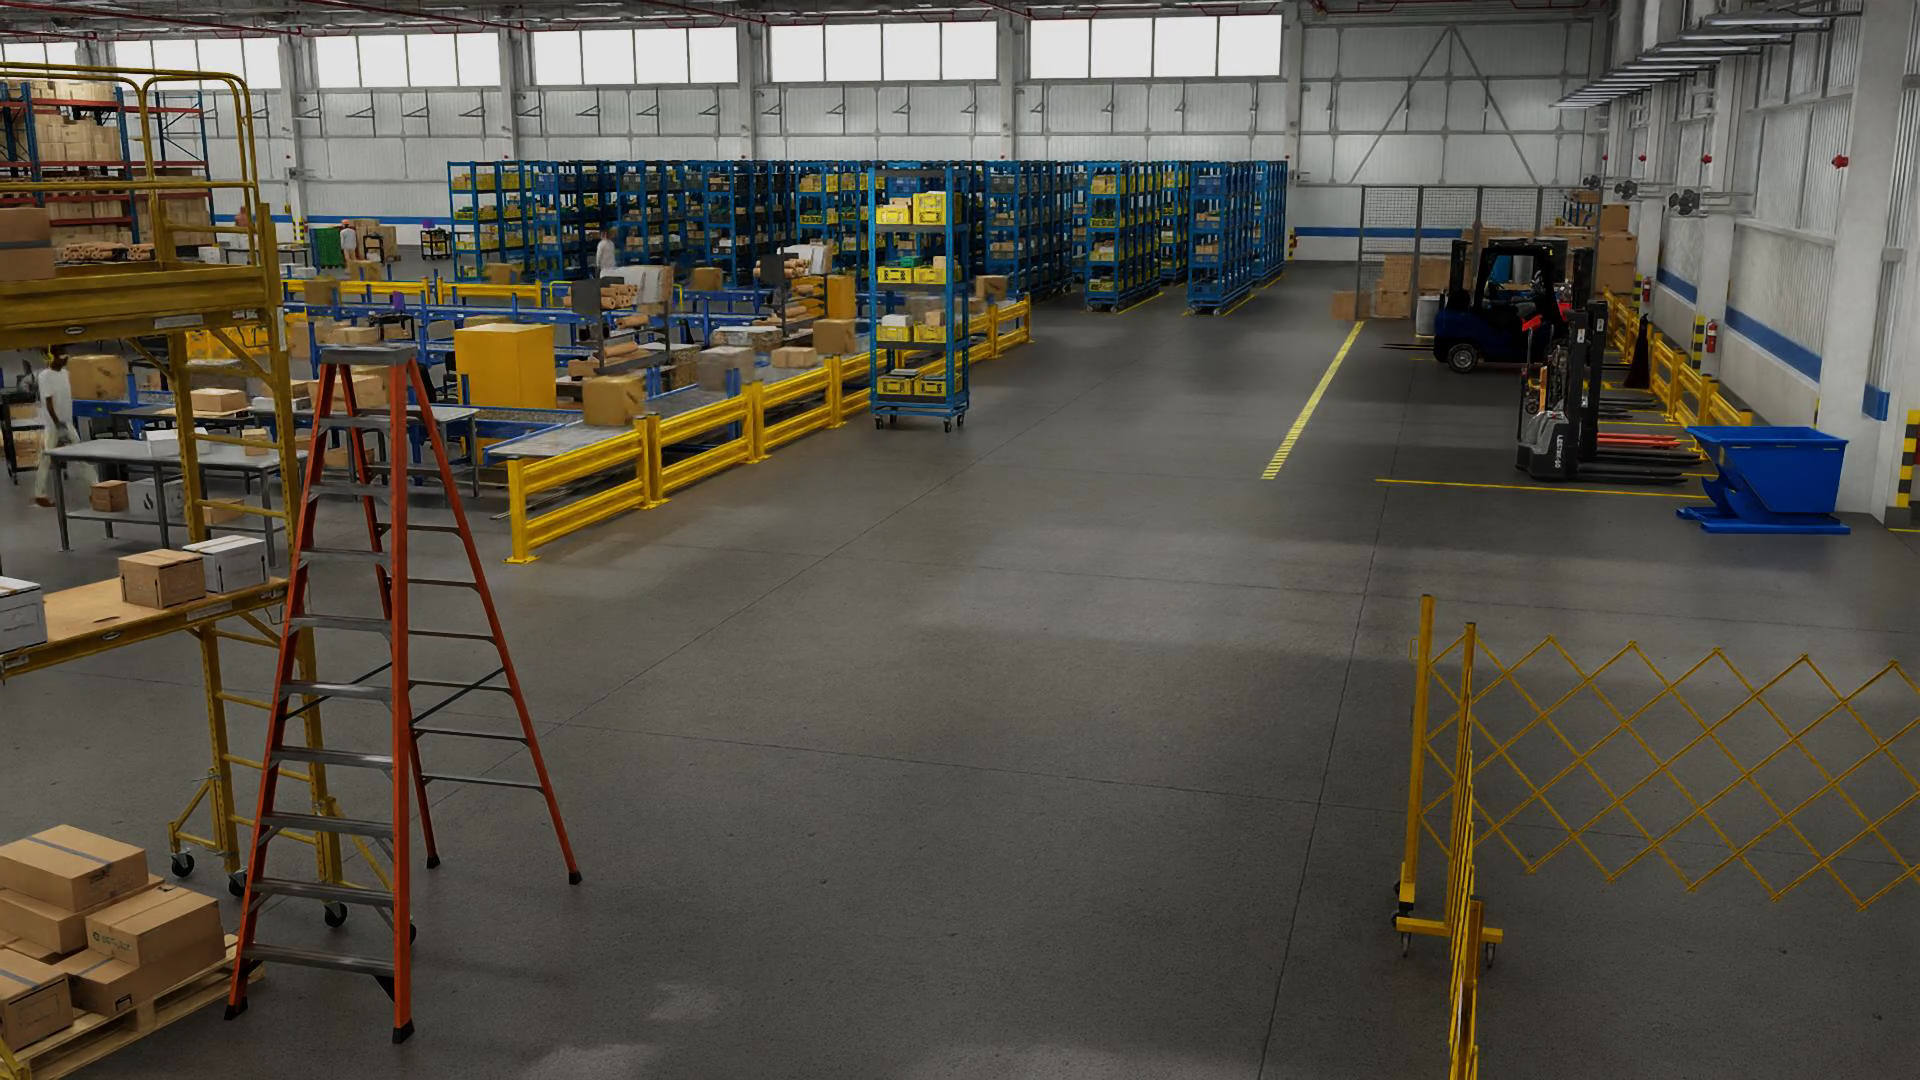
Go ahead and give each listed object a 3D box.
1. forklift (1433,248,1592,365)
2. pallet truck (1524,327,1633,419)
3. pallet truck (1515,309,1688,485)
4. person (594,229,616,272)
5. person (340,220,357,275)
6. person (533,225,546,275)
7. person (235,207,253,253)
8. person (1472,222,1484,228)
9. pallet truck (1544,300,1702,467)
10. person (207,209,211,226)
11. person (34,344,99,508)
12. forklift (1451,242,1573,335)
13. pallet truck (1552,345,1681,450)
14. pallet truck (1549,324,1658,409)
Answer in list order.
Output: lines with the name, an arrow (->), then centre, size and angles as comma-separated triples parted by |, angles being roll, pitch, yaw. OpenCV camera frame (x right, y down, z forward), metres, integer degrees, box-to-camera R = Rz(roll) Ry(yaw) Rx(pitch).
forklift -> 9.780, -4.111, 29.280 | 2.680, 1.987, 1.157 | 3, 13, 14
pallet truck -> 9.065, -2.460, 24.370 | 1.522, 1.261, 0.704 | 3, 13, 14
pallet truck -> 7.554, -1.677, 19.446 | 1.885, 1.965, 0.823 | 3, 13, 14
person -> -9.187, -7.146, 43.343 | 0.915, 1.878, 0.637 | 4, 14, 18
person -> -19.519, -9.335, 53.063 | 0.339, 1.748, 0.564 | 9, 16, 34
person -> -12.797, -8.867, 50.908 | 0.926, 1.798, 0.599 | 0, 13, 1
person -> -27.203, -11.734, 63.237 | 0.655, 1.853, 1.024 | -6, 14, -23
person -> 14.230, -7.819, 46.017 | 0.406, 1.987, 0.607 | 5, 14, 22
pallet truck -> 8.263, -1.952, 20.631 | 1.885, 1.965, 0.823 | 5, 14, 20
person -> -28.766, -11.781, 63.637 | 0.525, 1.726, 0.508 | 3, 13, 11
person -> -9.647, -1.232, 17.917 | 0.984, 1.819, 0.512 | 2, 13, 10
forklift -> 10.464, -4.597, 31.405 | 2.680, 1.987, 1.157 | 4, 14, 16
pallet truck -> 8.641, -1.896, 21.908 | 1.630, 1.274, 0.653 | 4, 14, 16
pallet truck -> 9.824, -2.669, 25.407 | 1.601, 1.201, 0.680 | 4, 14, 16
